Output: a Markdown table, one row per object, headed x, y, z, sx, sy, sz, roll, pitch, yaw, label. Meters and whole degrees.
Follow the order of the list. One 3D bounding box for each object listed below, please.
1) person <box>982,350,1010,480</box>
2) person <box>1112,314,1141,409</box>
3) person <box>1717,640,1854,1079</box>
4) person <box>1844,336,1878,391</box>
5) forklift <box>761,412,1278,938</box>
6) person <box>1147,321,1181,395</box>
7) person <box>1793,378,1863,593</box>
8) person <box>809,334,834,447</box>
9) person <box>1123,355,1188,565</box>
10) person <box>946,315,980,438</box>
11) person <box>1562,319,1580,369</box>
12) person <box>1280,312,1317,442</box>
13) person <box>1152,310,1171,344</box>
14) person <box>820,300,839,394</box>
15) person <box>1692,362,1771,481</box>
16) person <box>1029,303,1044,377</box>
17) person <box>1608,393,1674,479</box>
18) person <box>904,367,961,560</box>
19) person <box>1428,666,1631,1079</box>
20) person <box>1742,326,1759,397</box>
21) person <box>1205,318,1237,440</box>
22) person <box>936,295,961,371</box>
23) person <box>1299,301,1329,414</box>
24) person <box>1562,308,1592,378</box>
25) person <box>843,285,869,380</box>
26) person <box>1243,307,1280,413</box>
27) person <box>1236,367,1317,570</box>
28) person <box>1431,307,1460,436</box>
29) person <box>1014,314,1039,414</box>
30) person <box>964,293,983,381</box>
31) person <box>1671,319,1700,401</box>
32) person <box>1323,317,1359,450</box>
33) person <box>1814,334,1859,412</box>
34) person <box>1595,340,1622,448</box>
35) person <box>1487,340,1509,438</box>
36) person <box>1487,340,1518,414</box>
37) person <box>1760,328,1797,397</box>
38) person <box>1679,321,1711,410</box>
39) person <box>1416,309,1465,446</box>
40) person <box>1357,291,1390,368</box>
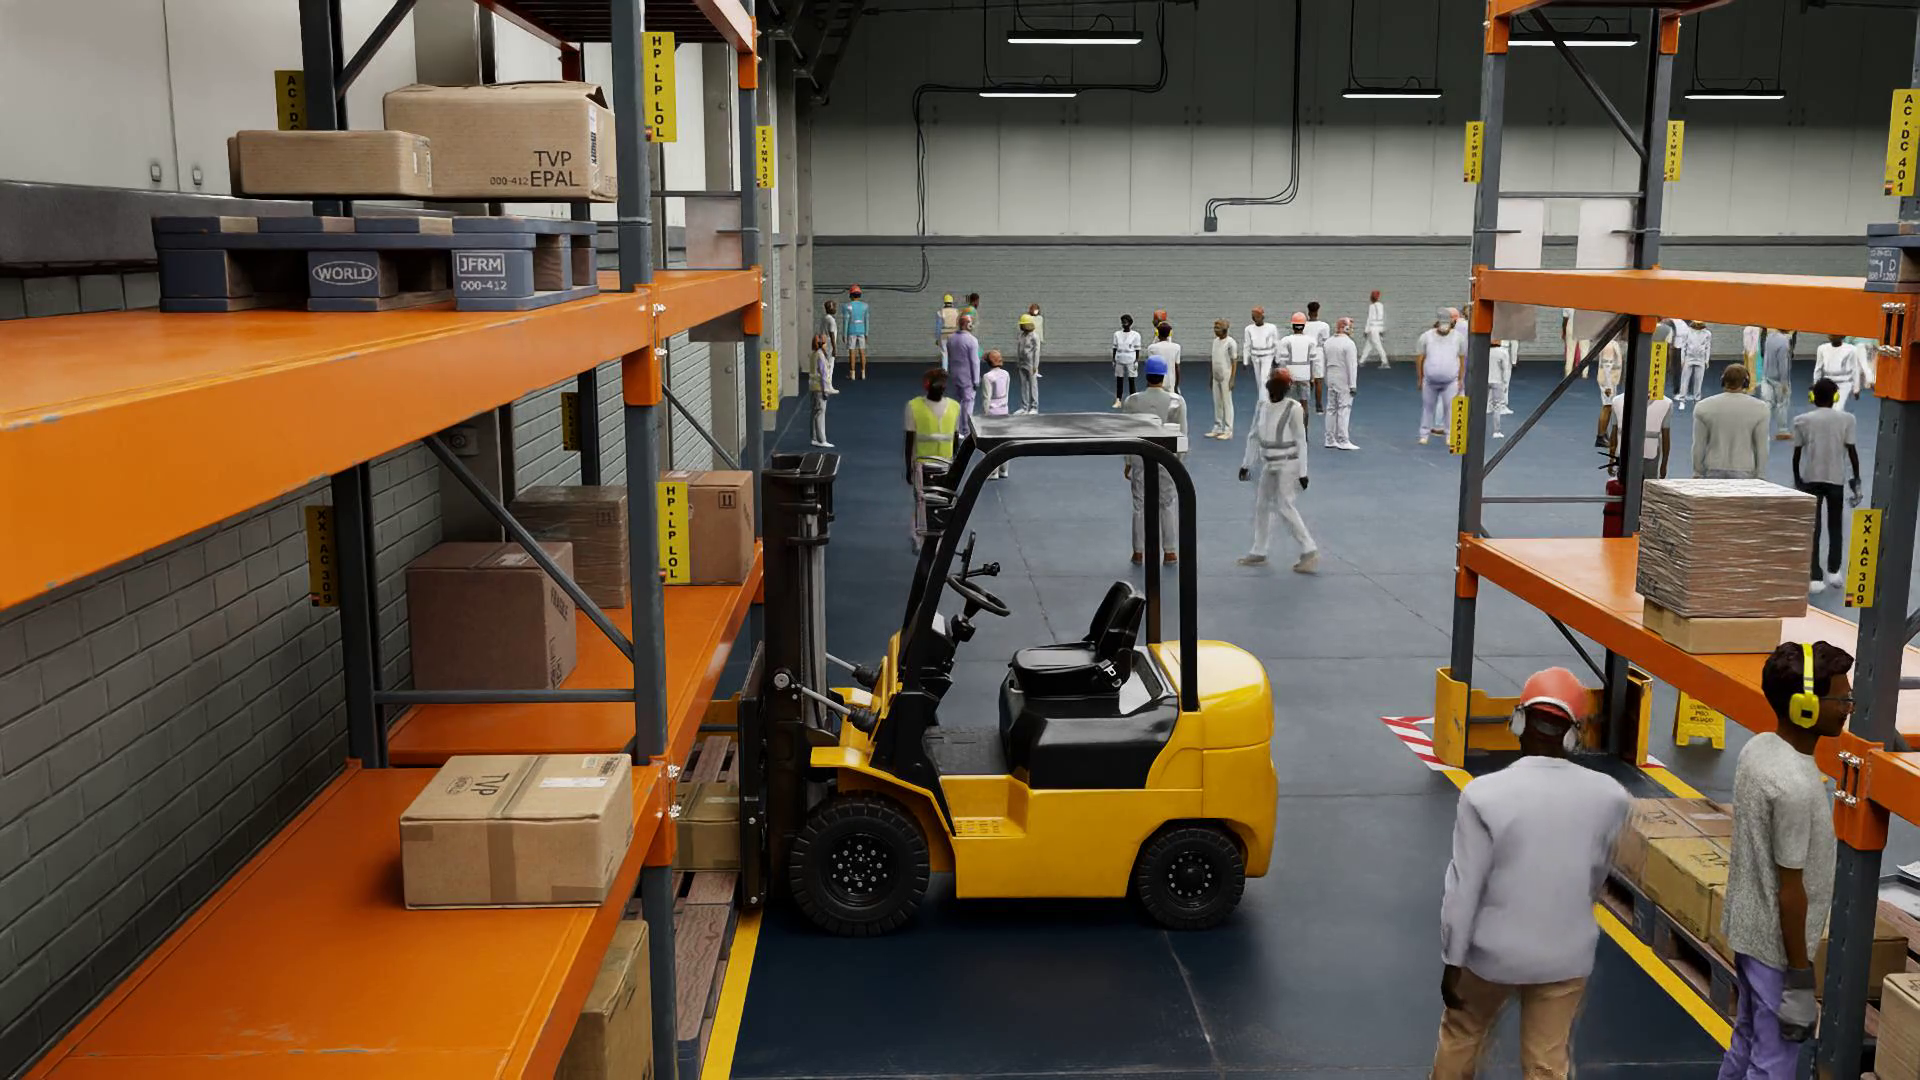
| x | y | z | sx | sy | sz | roll | pitch | yaw | label |
| --- | --- | --- | --- | --- | --- | --- | --- | --- | --- |
| 0.440 | -1.571 | 20.931 | 0.310 | 1.639 | 0.514 | 7 | 13 | 35 | person |
| 2.964 | -3.182 | 29.736 | 0.535 | 1.700 | 0.318 | 5 | 11 | 26 | person |
| 2.393 | 1.203 | 4.835 | 0.328 | 1.872 | 0.510 | 2 | 10 | 12 | person |
| 18.220 | -3.935 | 33.513 | 0.641 | 1.875 | 1.032 | -1 | 10 | -8 | person |
| 0.291 | 0.548 | 7.580 | 2.313 | 2.155 | 1.214 | 0 | 10 | -2 | forklift |
| 2.880 | -2.169 | 23.615 | 0.520 | 1.874 | 0.327 | -2 | 10 | -11 | person |
| 7.496 | -0.484 | 14.390 | 0.591 | 1.813 | 0.878 | 6 | 12 | 29 | person |
| -2.052 | -2.173 | 24.277 | 0.310 | 1.642 | 0.514 | -5 | 11 | -24 | person |
| 1.800 | -0.731 | 15.387 | 0.605 | 1.948 | 0.385 | 2 | 10 | 9 | person |
| 0.080 | -2.439 | 25.062 | 0.397 | 1.898 | 0.641 | -9 | 13 | -40 | person |
| 14.429 | -4.974 | 38.950 | 0.628 | 1.979 | 0.563 | 4 | 11 | 22 | person |
| 5.043 | -2.433 | 24.901 | 0.551 | 1.937 | 0.357 | 0 | 10 | -3 | person |
| 3.268 | -2.789 | 27.040 | 0.337 | 1.879 | 0.584 | 2 | 10 | 10 | person |
| -2.581 | -3.795 | 32.786 | 0.341 | 1.838 | 0.501 | -6 | 12 | -29 | person |
| 6.768 | -0.593 | 14.654 | 0.631 | 1.939 | 0.372 | 6 | 12 | 29 | person |
| 1.633 | -4.407 | 36.747 | 0.507 | 1.631 | 0.276 | -7 | 12 | -34 | person |
| 6.501 | -0.768 | 15.924 | 0.561 | 1.836 | 0.393 | 8 | 13 | 37 | person |
| -0.244 | -0.697 | 15.504 | 0.589 | 1.835 | 0.436 | -6 | 12 | -30 | person |
| 1.717 | 1.226 | 5.178 | 0.585 | 1.699 | 0.755 | -1 | 10 | -7 | person |
| 15.253 | -3.647 | 32.133 | 0.304 | 1.772 | 0.528 | 2 | 10 | 9 | person |
| 3.967 | -2.431 | 25.152 | 0.324 | 1.842 | 0.516 | -6 | 12 | -30 | person |
| -0.259 | -4.444 | 36.395 | 0.600 | 1.829 | 0.404 | -4 | 11 | -20 | person |
| 6.108 | -3.158 | 28.899 | 0.607 | 1.958 | 0.374 | 5 | 11 | 24 | person |
| 13.640 | -4.604 | 36.708 | 0.688 | 2.000 | 0.536 | 3 | 11 | 16 | person |
| -2.276 | -4.499 | 36.115 | 0.615 | 2.043 | 0.373 | -6 | 12 | -29 | person |
| 5.223 | -3.110 | 28.908 | 0.600 | 1.843 | 0.888 | 6 | 12 | 32 | person |
| 2.931 | -0.665 | 15.278 | 0.544 | 1.870 | 0.720 | -5 | 11 | -26 | person |
| 7.476 | -2.594 | 25.697 | 0.436 | 1.982 | 0.619 | -4 | 11 | -23 | person |
| 1.160 | -3.019 | 28.714 | 0.319 | 1.740 | 0.488 | -8 | 13 | -38 | person |
| 0.293 | -4.360 | 35.788 | 0.580 | 1.885 | 0.593 | -3 | 11 | -15 | person |
| 13.642 | -3.539 | 31.199 | 0.617 | 1.883 | 0.859 | 1 | 10 | 6 | person |
| 5.521 | -2.255 | 24.017 | 0.407 | 1.902 | 0.640 | -5 | 11 | -26 | person |
| 12.672 | -2.207 | 23.976 | 0.831 | 1.842 | 0.595 | -6 | 12 | -32 | person |
| 9.486 | -2.298 | 24.204 | 0.389 | 1.923 | 0.549 | 6 | 12 | 28 | person |
| 8.126 | -2.375 | 25.423 | 0.499 | 1.633 | 0.286 | 6 | 12 | 32 | person |
| 9.431 | -3.148 | 28.980 | 0.395 | 1.910 | 0.586 | -8 | 13 | -36 | person |
| 15.705 | -3.646 | 31.936 | 0.624 | 1.840 | 0.430 | 4 | 11 | 19 | person |
| 13.096 | -3.180 | 29.629 | 0.484 | 1.735 | 0.311 | 2 | 10 | 12 | person |
| 7.045 | -2.401 | 24.433 | 0.703 | 2.000 | 0.607 | 2 | 10 | 14 | person |
| 9.833 | -4.995 | 39.484 | 0.970 | 1.835 | 0.591 | 8 | 13 | 37 | person |
